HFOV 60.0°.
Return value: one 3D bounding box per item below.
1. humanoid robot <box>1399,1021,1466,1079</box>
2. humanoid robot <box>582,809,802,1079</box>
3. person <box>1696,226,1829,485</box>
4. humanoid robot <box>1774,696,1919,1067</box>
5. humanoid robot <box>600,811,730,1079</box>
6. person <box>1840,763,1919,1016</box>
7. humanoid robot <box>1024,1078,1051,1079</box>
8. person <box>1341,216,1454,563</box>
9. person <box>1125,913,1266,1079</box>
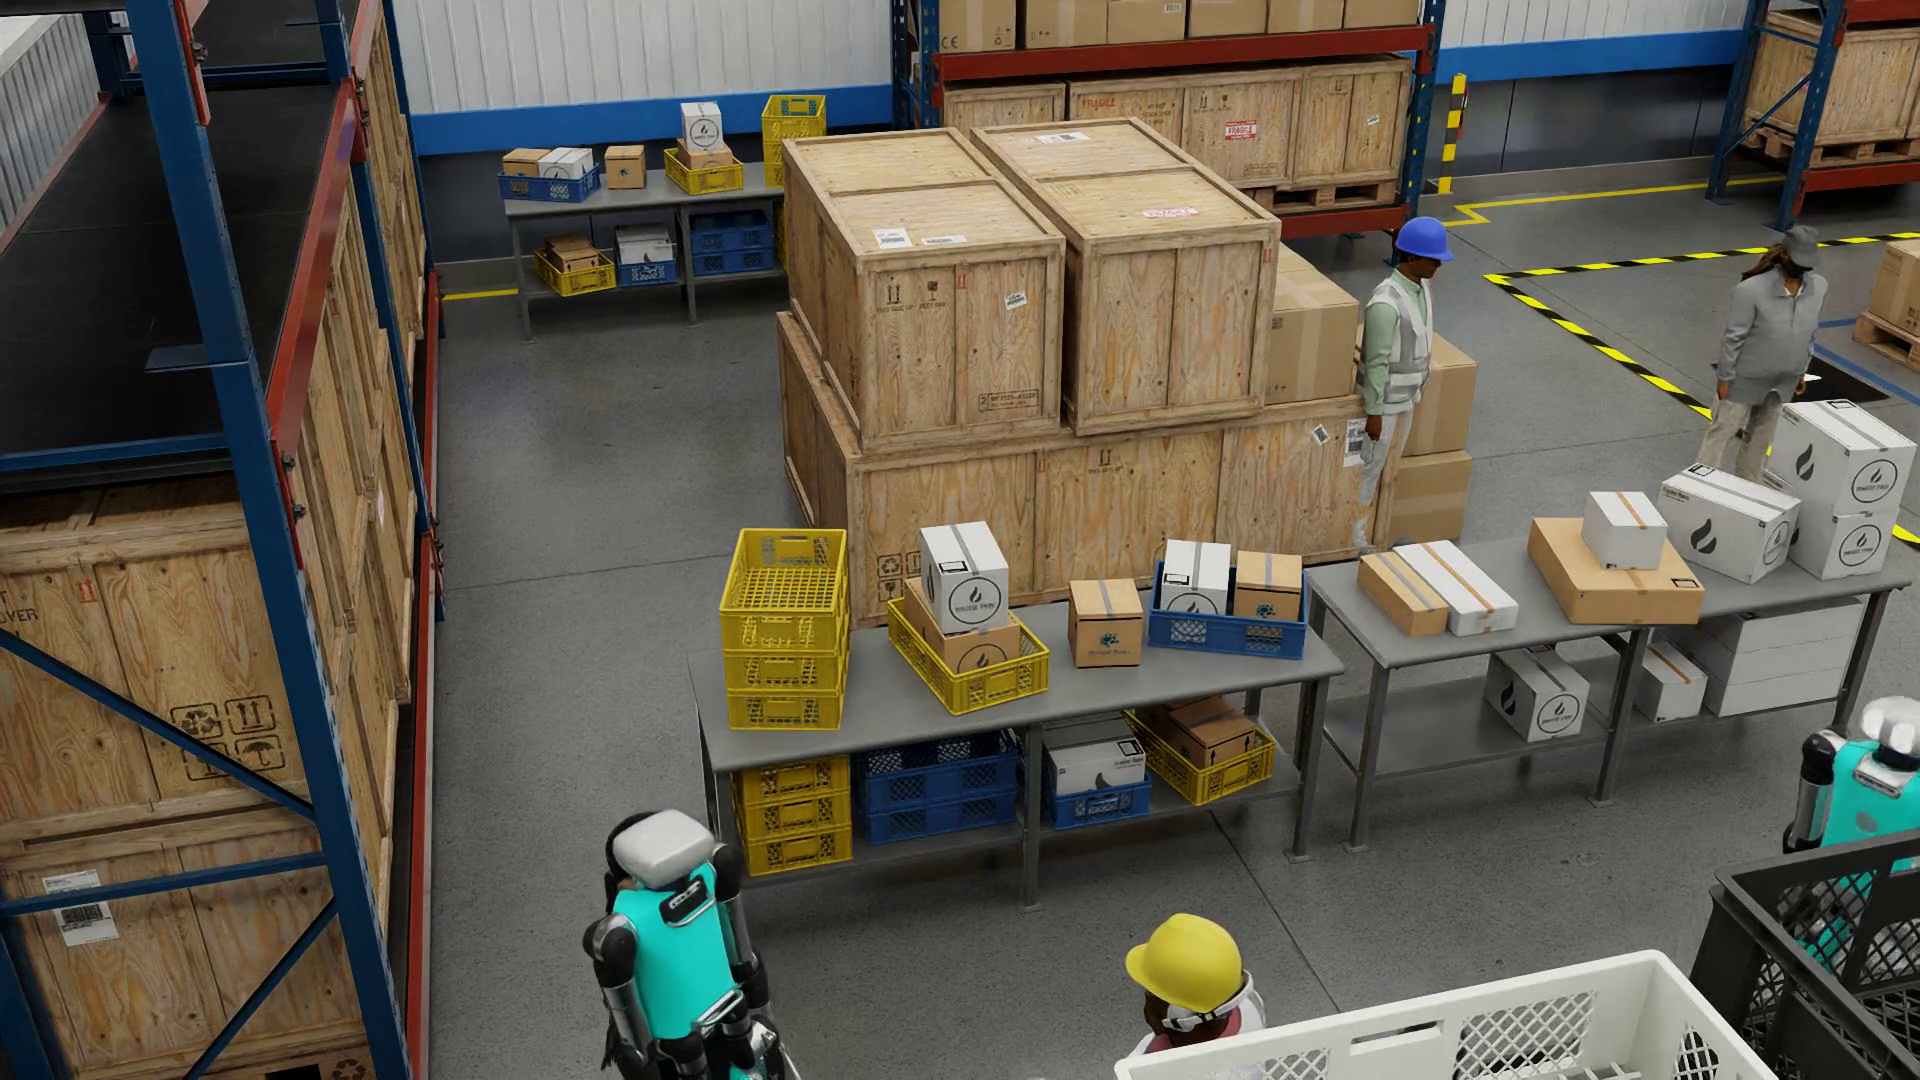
[{"bbox_3d":[1.064,1.870,4.263,0.589,1.647,0.450,14,32,24],"label":"humanoid robot"},{"bbox_3d":[-0.571,1.644,4.669,0.811,1.818,0.543,18,34,30],"label":"humanoid robot"},{"bbox_3d":[4.435,-0.905,9.208,0.570,1.761,0.408,-5,29,-10],"label":"person"},{"bbox_3d":[2.910,1.250,5.334,0.801,1.791,0.556,-19,34,-31],"label":"humanoid robot"},{"bbox_3d":[-0.871,1.528,4.908,0.616,1.640,0.616,-24,37,-37],"label":"humanoid robot"},{"bbox_3d":[2.993,1.265,5.162,0.522,1.883,0.577,-18,34,-30],"label":"person"},{"bbox_3d":[0.016,1.983,4.017,0.678,1.820,0.536,7,30,13],"label":"humanoid robot"},{"bbox_3d":[2.287,-0.769,8.787,0.411,1.939,0.602,19,34,30],"label":"person"},{"bbox_3d":[0.560,1.714,4.379,0.404,1.833,0.599,10,30,18],"label":"person"}]
